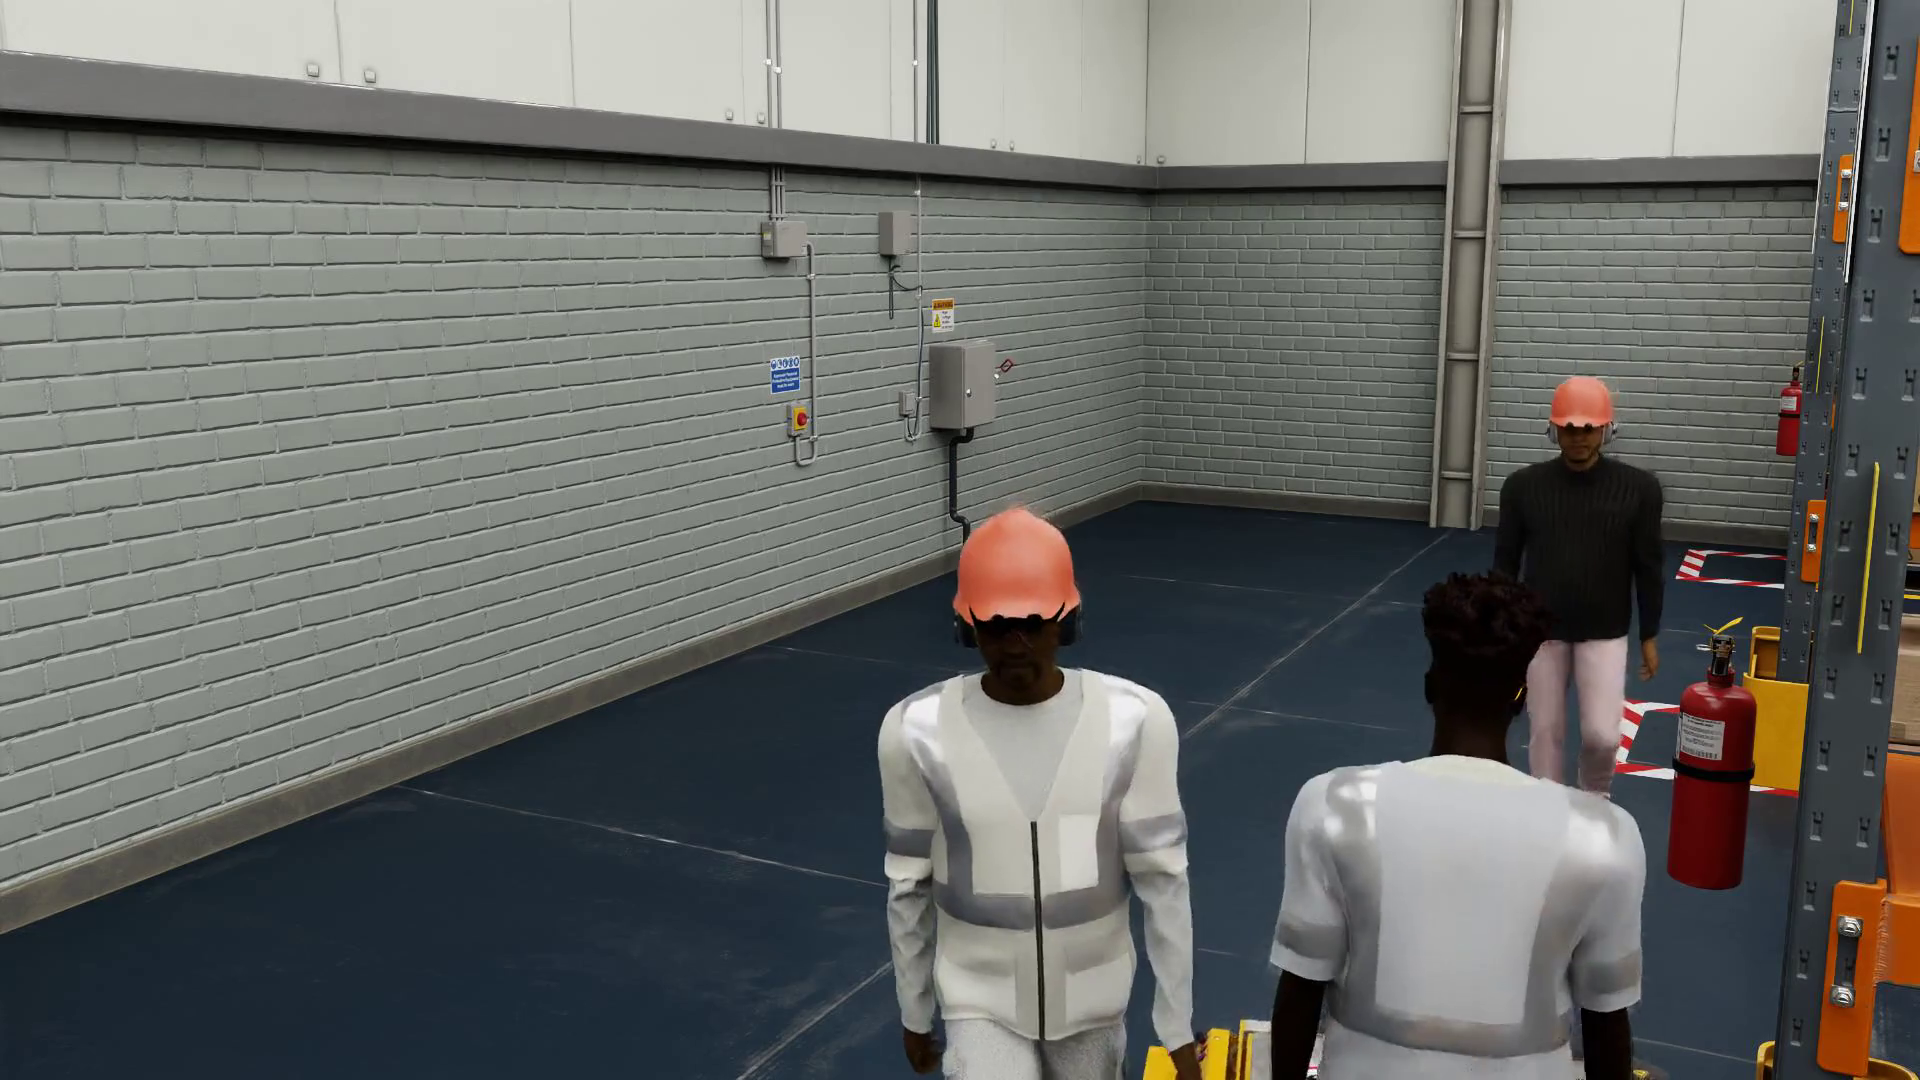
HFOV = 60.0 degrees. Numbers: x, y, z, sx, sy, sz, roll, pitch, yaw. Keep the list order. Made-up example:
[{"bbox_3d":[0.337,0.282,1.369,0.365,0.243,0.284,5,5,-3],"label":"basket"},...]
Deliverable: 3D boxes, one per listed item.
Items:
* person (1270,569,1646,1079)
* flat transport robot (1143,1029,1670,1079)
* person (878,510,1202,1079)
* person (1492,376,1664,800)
[{"bbox_3d":[0.860,1.016,2.942,0.618,1.943,0.426,3,11,16],"label":"person"},{"bbox_3d":[1.200,1.572,4.500,1.431,0.197,0.652,2,11,11],"label":"flat transport robot"},{"bbox_3d":[0.150,0.907,3.445,0.628,2.003,1.027,0,10,-3],"label":"person"},{"bbox_3d":[2.394,0.350,6.503,0.634,1.978,0.430,5,12,26],"label":"person"}]
